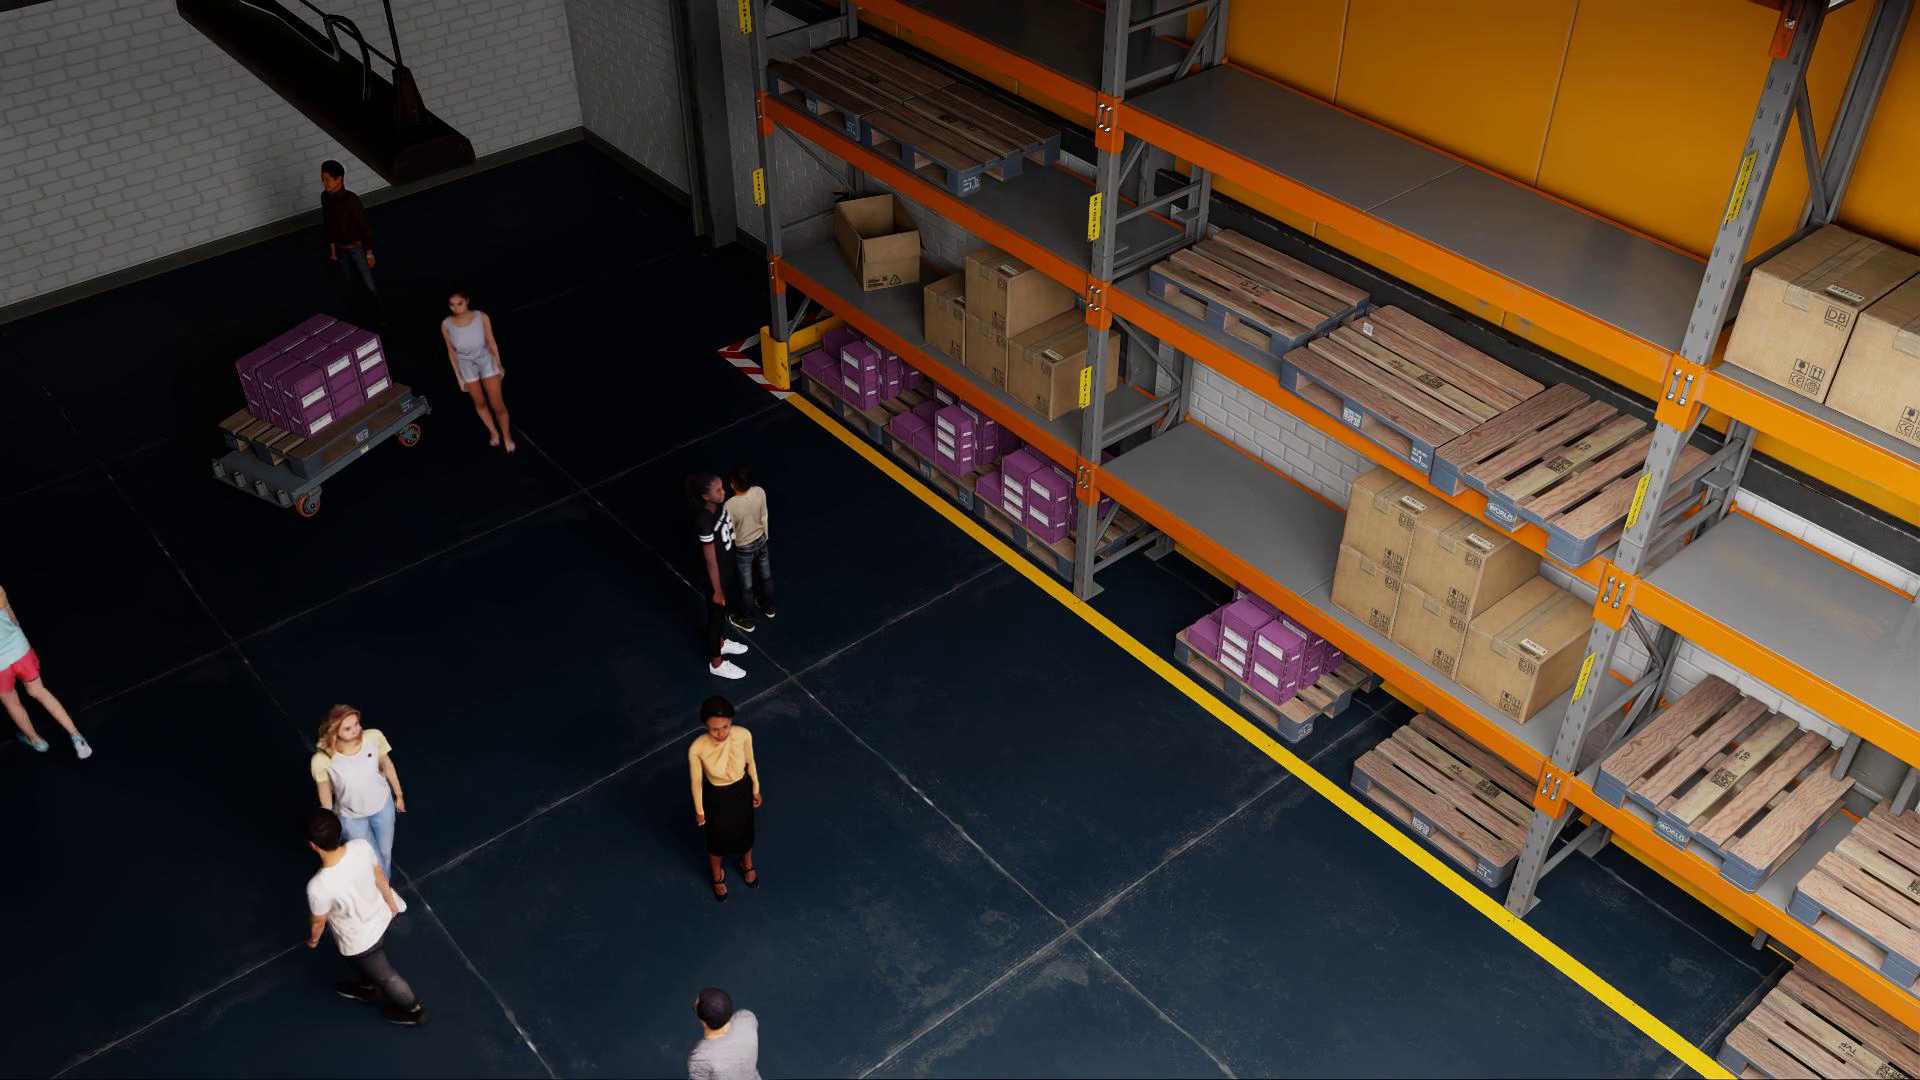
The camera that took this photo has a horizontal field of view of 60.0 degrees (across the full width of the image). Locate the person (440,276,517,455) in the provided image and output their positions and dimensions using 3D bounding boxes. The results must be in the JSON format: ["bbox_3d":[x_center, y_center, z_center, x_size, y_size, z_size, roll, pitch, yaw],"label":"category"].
[{"bbox_3d":[-4.097,-1.513,14.079,0.709,1.608,0.750,-7,39,-9],"label":"person"}]

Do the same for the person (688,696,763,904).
[{"bbox_3d":[-1.419,1.583,10.167,0.630,1.654,0.613,-17,42,-20],"label":"person"}]

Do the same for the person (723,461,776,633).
[{"bbox_3d":[-1.557,0.037,12.253,0.555,1.465,0.522,-32,48,-33],"label":"person"}]

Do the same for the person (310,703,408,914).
[{"bbox_3d":[-3.656,1.599,10.100,0.664,1.711,0.645,-32,48,-34],"label":"person"}]

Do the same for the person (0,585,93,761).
[{"bbox_3d":[-6.271,0.825,11.037,1.088,1.751,0.810,19,42,22],"label":"person"}]

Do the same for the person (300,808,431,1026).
[{"bbox_3d":[-3.307,2.193,9.371,0.986,1.693,0.887,9,40,11],"label":"person"}]

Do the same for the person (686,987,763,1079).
[{"bbox_3d":[-1.106,2.910,8.455,1.153,1.715,0.764,28,47,31],"label":"person"}]

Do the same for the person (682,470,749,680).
[{"bbox_3d":[-1.728,0.218,11.815,0.761,1.729,0.683,0,39,0],"label":"person"}]

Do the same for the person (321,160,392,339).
[{"bbox_3d":[-5.626,-2.703,15.432,0.610,1.779,0.775,16,41,19],"label":"person"}]
